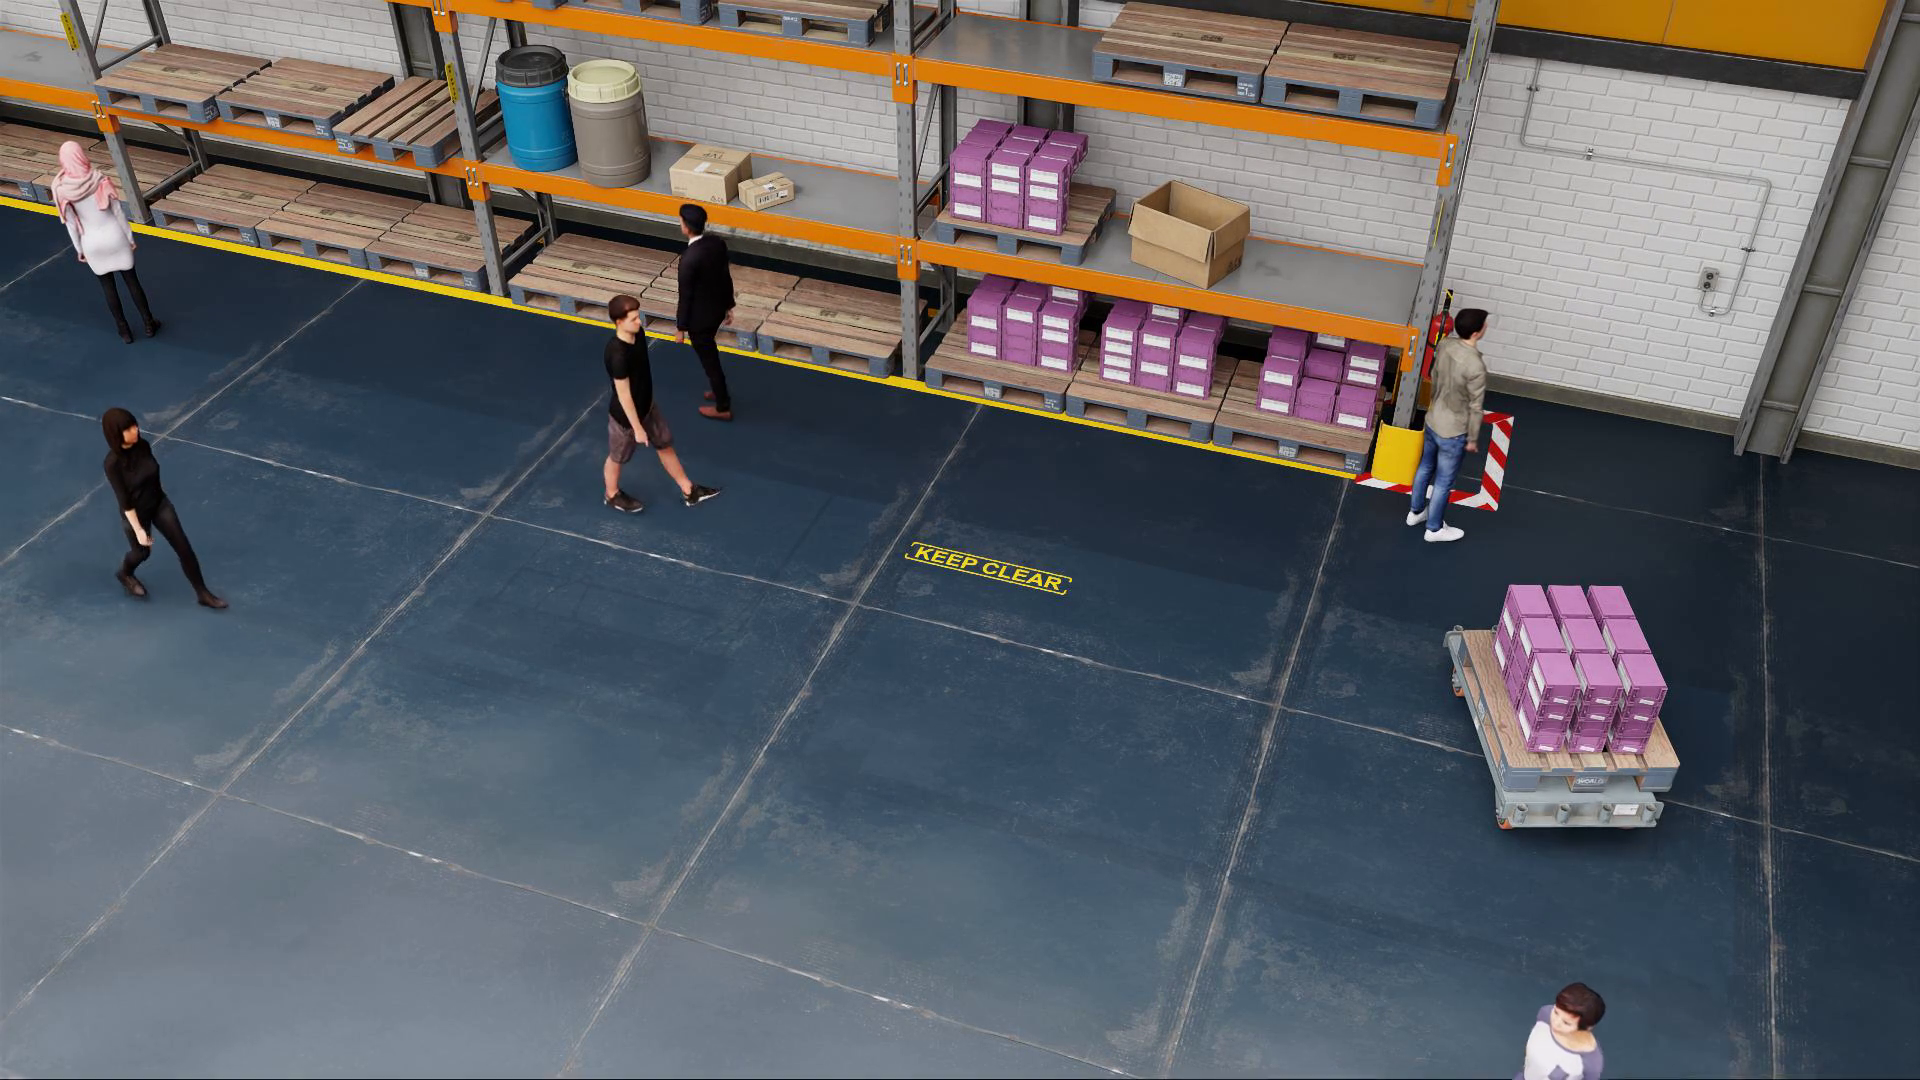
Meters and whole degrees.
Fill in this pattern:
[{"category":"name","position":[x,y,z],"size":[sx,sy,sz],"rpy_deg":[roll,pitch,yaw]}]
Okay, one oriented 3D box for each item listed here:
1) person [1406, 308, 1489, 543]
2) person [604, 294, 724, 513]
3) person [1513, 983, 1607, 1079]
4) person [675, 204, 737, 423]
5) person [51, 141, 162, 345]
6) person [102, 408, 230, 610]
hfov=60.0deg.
[{"category":"person","position":[3.453,-0.819,11.782],"size":[0.825,1.864,0.792],"rpy_deg":[-12,40,-15]},{"category":"person","position":[-2.443,-0.953,11.986],"size":[1.164,1.820,0.786],"rpy_deg":[8,39,10]},{"category":"person","position":[2.827,2.578,7.797],"size":[1.000,1.528,0.974],"rpy_deg":[-20,43,-23]},{"category":"person","position":[-1.899,-1.723,12.910],"size":[0.607,1.868,0.700],"rpy_deg":[14,41,16]},{"category":"person","position":[-7.165,-2.492,13.925],"size":[0.733,1.803,0.792],"rpy_deg":[-17,42,-20]},{"category":"person","position":[-5.546,-0.186,11.192],"size":[1.052,1.612,0.605],"rpy_deg":[15,41,18]}]
